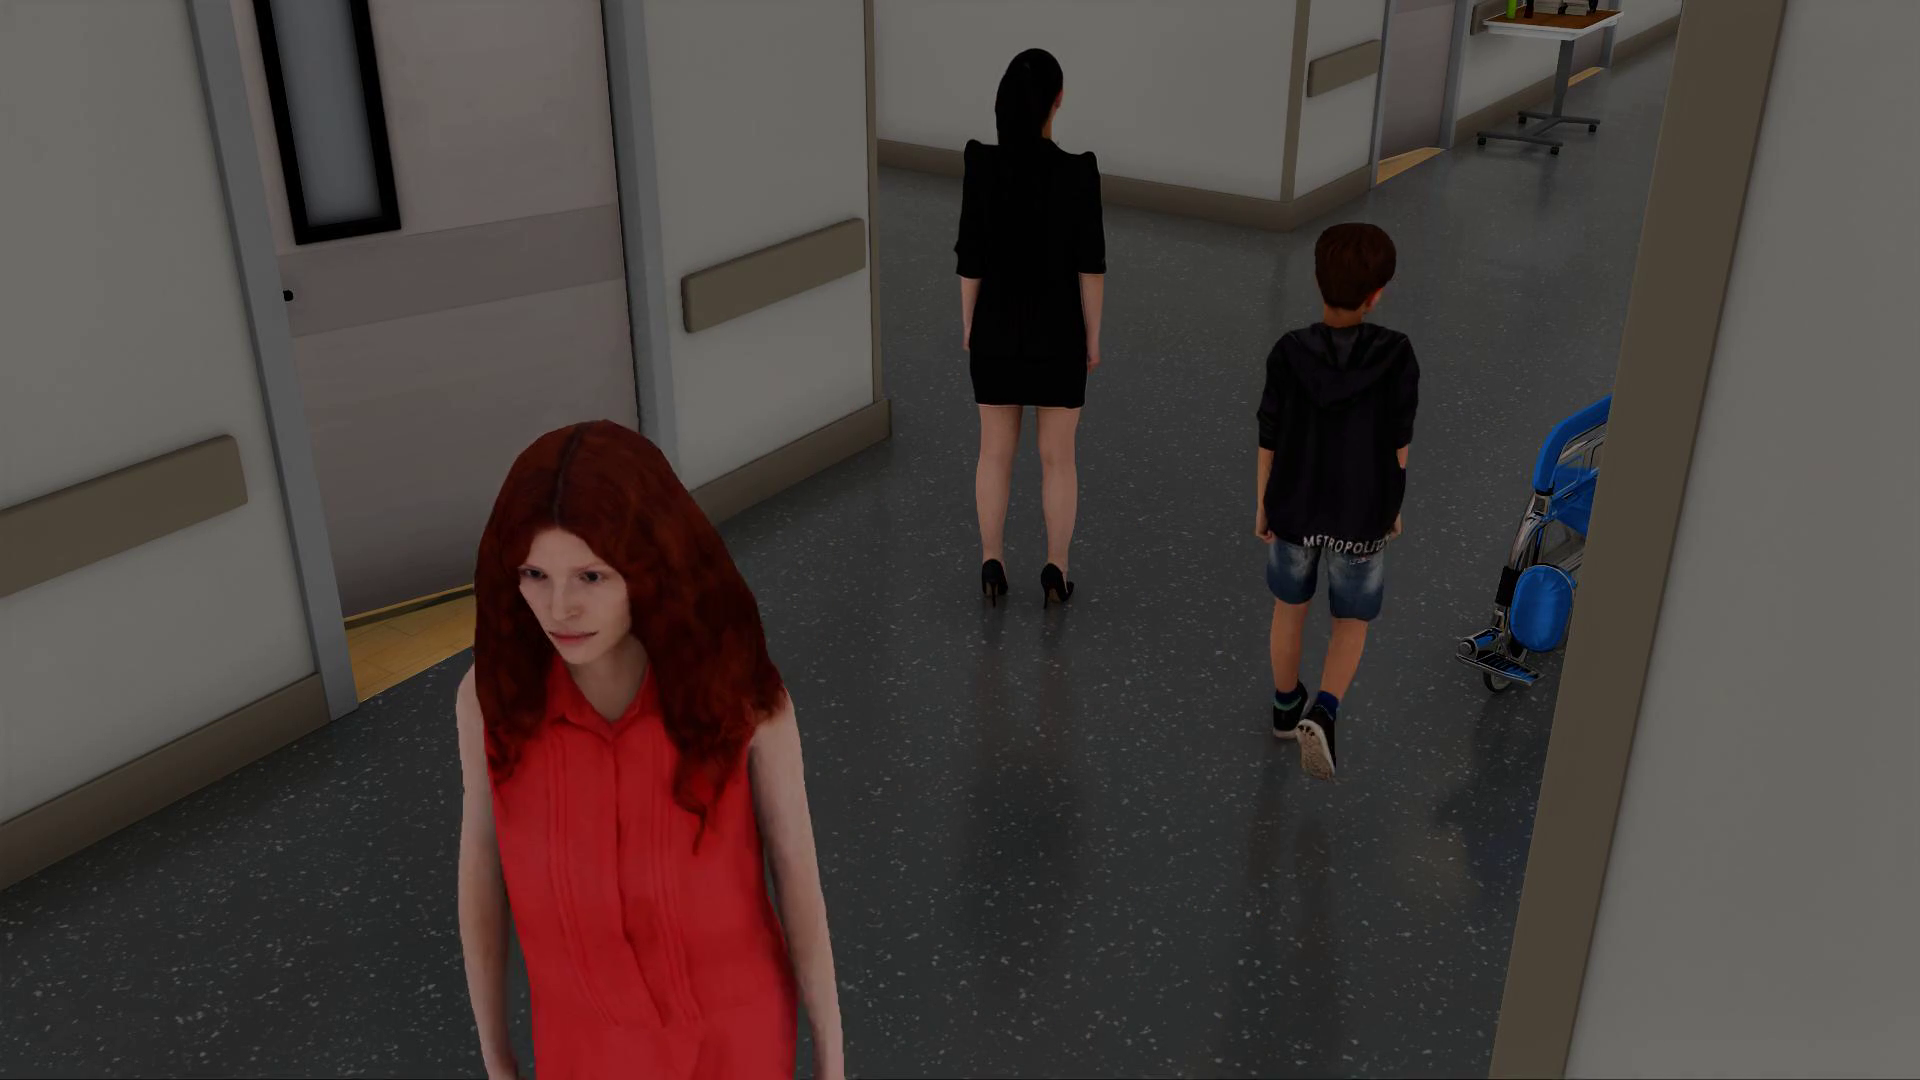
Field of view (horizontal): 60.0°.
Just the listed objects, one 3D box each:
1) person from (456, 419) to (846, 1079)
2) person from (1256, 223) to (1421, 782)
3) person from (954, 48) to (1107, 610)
[{"bbox_3d":[-0.380,0.639,2.285,0.911,1.803,1.027,0,26,1],"label":"person"},{"bbox_3d":[0.921,-0.056,4.149,0.681,1.435,0.880,8,27,16],"label":"person"},{"bbox_3d":[0.206,-0.595,4.964,0.664,1.697,0.636,7,27,14],"label":"person"}]
